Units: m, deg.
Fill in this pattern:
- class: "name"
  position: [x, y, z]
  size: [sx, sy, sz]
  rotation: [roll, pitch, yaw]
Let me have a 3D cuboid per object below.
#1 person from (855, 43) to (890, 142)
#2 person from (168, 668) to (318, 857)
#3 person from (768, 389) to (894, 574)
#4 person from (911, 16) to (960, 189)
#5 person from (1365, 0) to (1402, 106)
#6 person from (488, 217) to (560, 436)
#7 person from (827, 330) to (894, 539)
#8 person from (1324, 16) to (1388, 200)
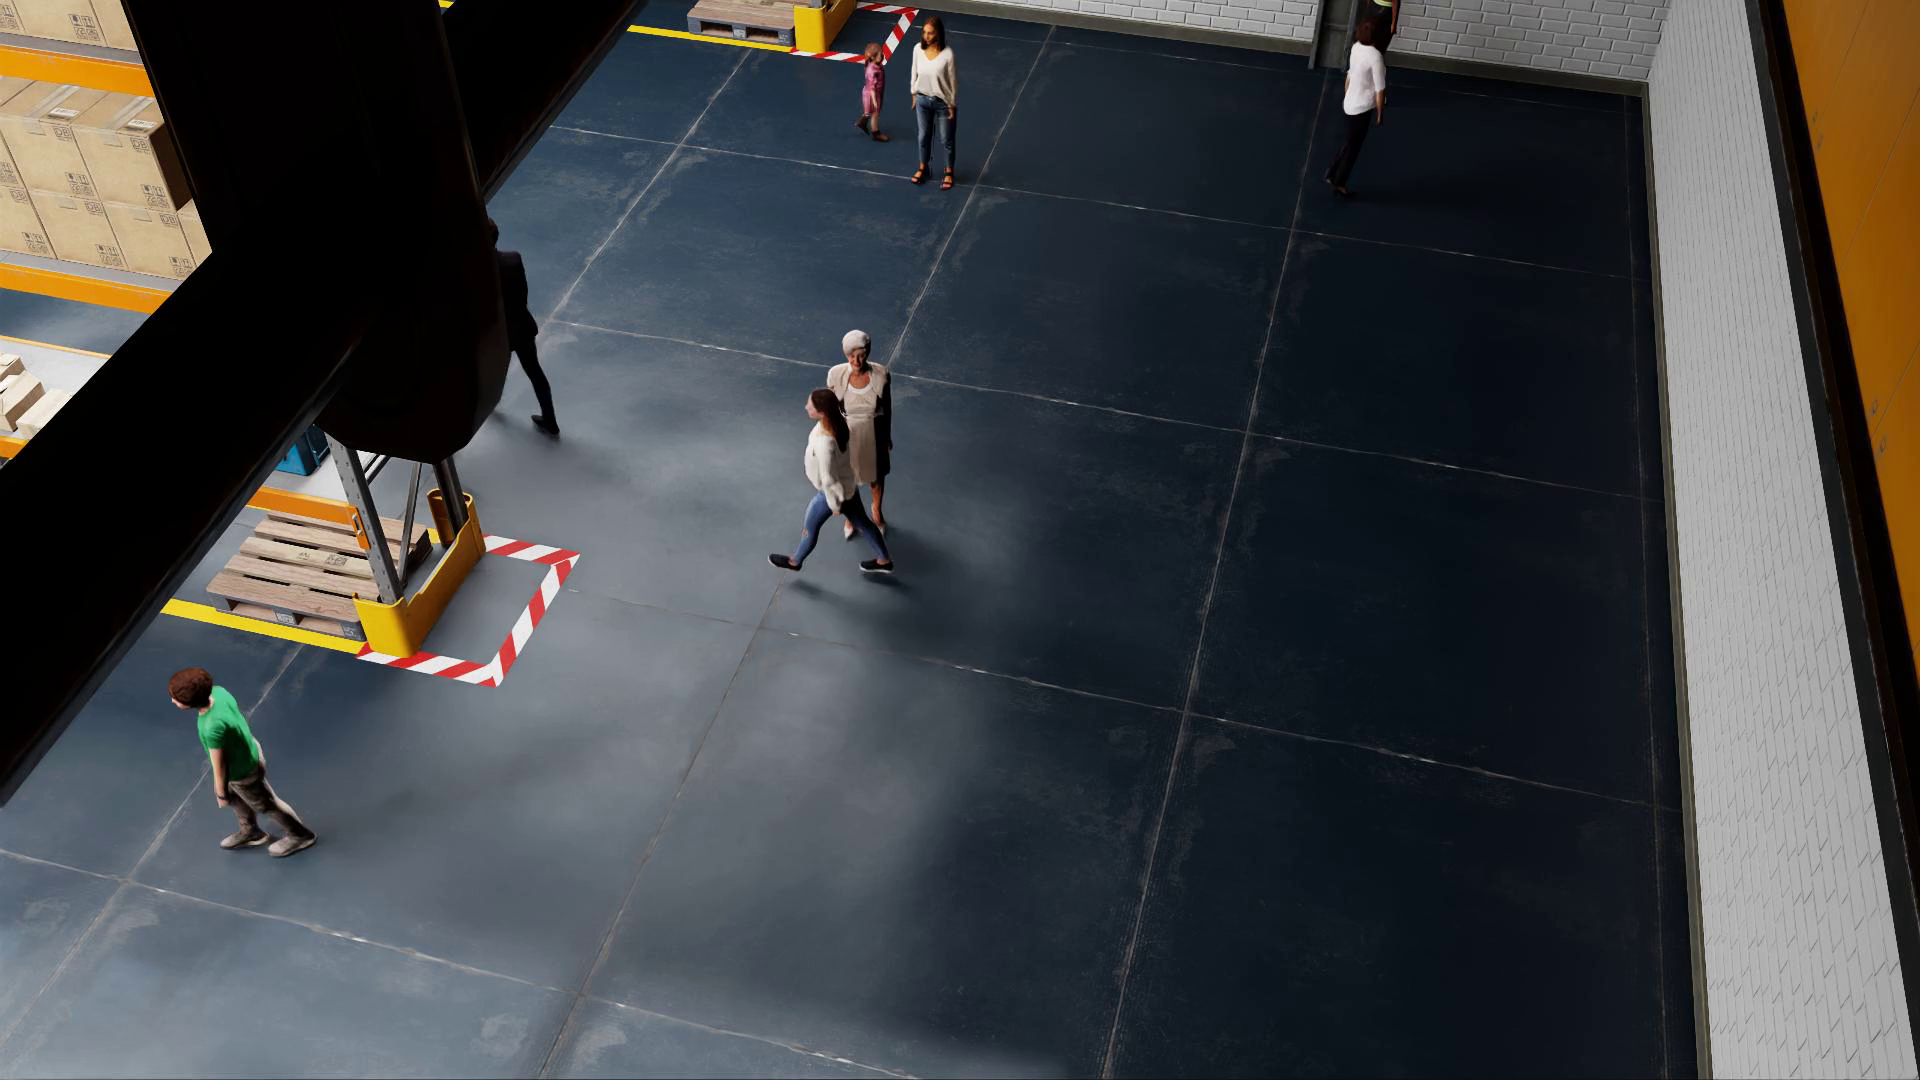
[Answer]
- class: "person"
  position: [-0.881, -4.336, 16.091]
  size: [0.571, 1.014, 0.459]
  rotation: [6, 44, 7]
- class: "person"
  position: [-4.124, 1.285, 9.741]
  size: [0.919, 1.635, 0.835]
  rotation: [-15, 46, -15]
- class: "person"
  position: [-0.769, -0.341, 11.446]
  size: [1.133, 1.636, 0.690]
  rotation: [7, 44, 8]
- class: "person"
  position: [-0.211, -4.041, 15.299]
  size: [0.551, 1.680, 0.724]
  rotation: [18, 47, 18]
- class: "person"
  position: [4.136, -5.149, 16.409]
  size: [0.691, 1.753, 0.639]
  rotation: [-20, 47, -20]
- class: "person"
  position: [-3.361, -1.562, 12.573]
  size: [1.245, 1.850, 1.043]
  rotation: [31, 51, 28]
- class: "person"
  position: [-0.700, -0.747, 11.786]
  size: [0.587, 1.756, 0.746]
  rotation: [-3, 44, -3]
- class: "person"
  position: [3.514, -3.863, 15.035]
  size: [0.770, 1.785, 0.728]
  rotation: [-12, 45, -12]
